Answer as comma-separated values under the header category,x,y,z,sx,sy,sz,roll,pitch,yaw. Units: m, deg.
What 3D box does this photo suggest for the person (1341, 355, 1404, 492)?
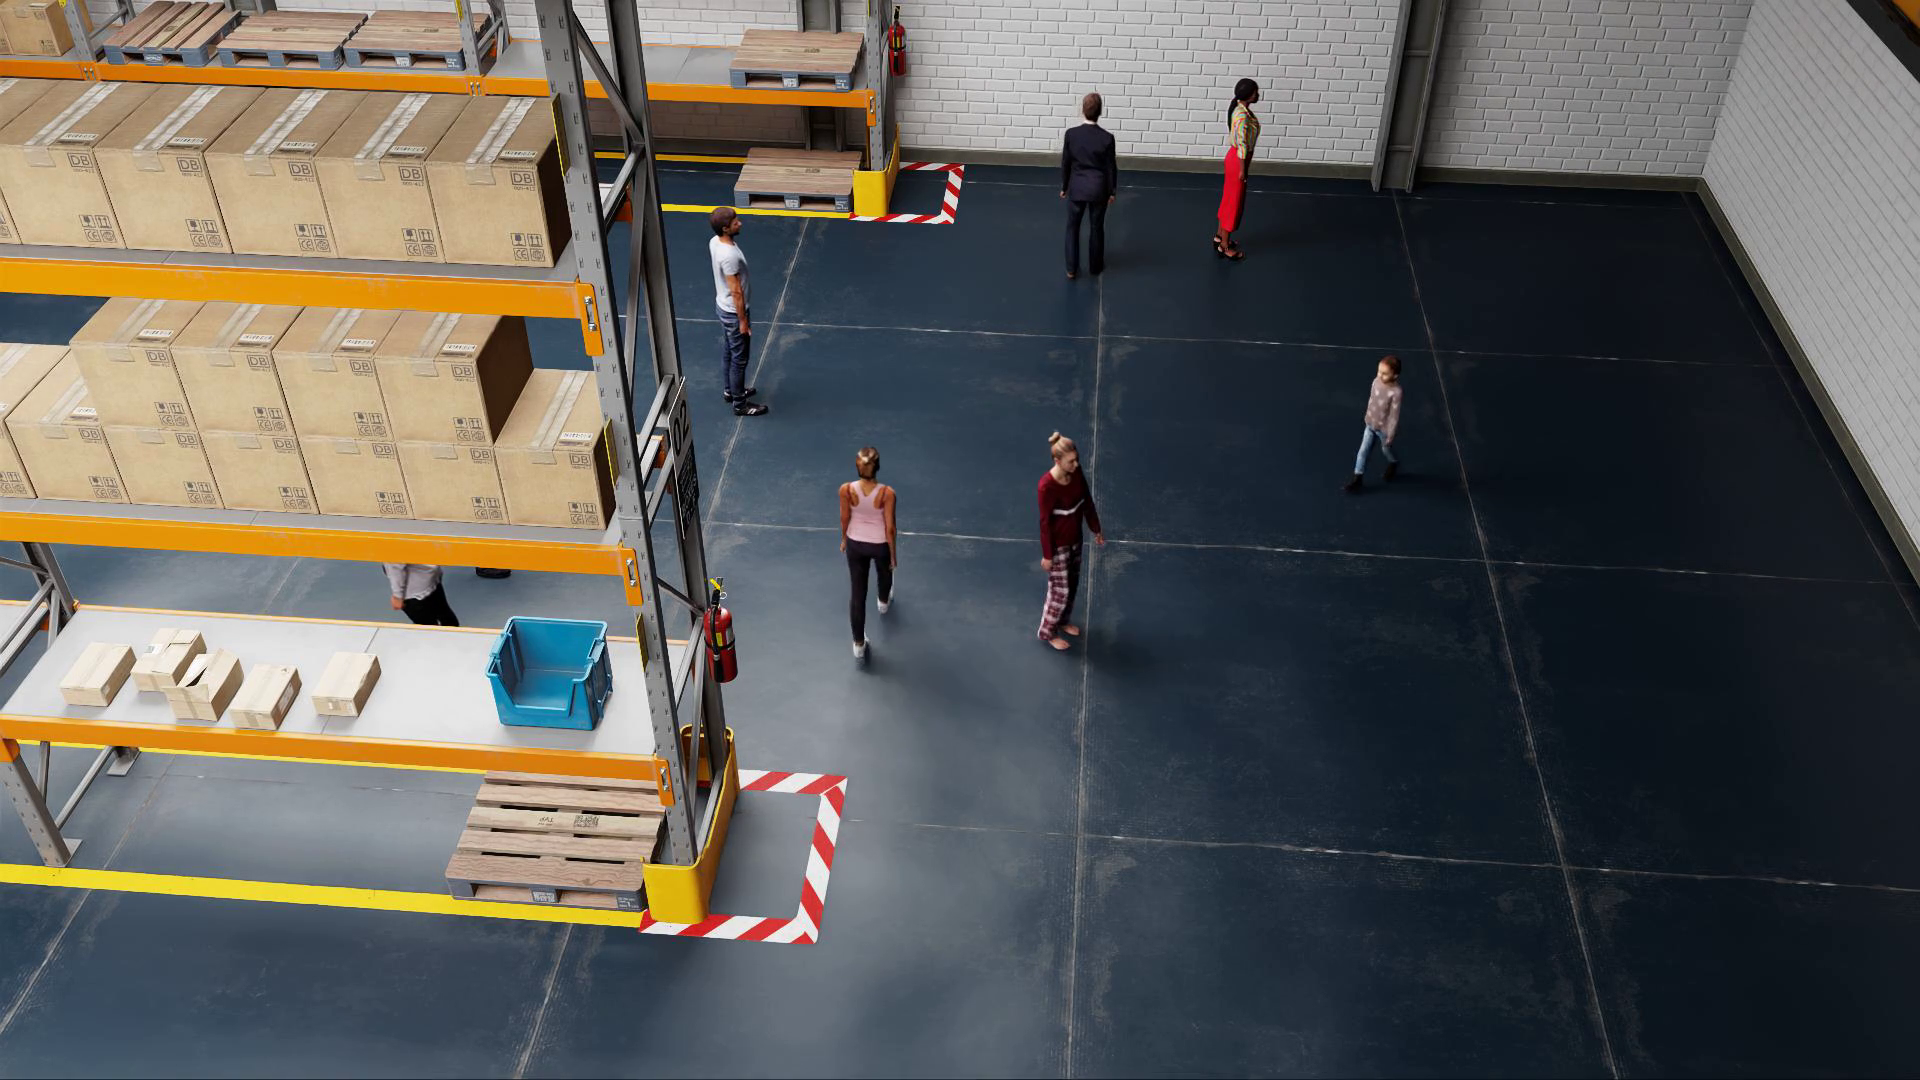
category,x,y,z,sx,sy,sz,roll,pitch,yaw
person,3.347,-0.930,13.051,0.873,1.176,0.788,-25,45,-28

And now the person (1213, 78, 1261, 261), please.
category,x,y,z,sx,sy,sz,roll,pitch,yaw
person,2.635,-3.536,15.819,0.554,1.793,0.614,-1,39,-1

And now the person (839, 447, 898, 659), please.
category,x,y,z,sx,sy,sz,roll,pitch,yaw
person,-0.643,0.093,11.427,0.983,1.604,0.645,4,39,6

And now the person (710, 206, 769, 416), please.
category,x,y,z,sx,sy,sz,roll,pitch,yaw
person,-1.872,-1.897,13.708,0.703,1.866,0.721,-15,41,-18

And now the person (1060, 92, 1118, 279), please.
category,x,y,z,sx,sy,sz,roll,pitch,yaw
person,1.186,-3.302,15.502,0.604,1.824,0.776,9,39,11

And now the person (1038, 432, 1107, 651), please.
category,x,y,z,sx,sy,sz,roll,pitch,yaw
person,0.686,-0.034,11.509,0.766,1.699,0.750,24,44,27
